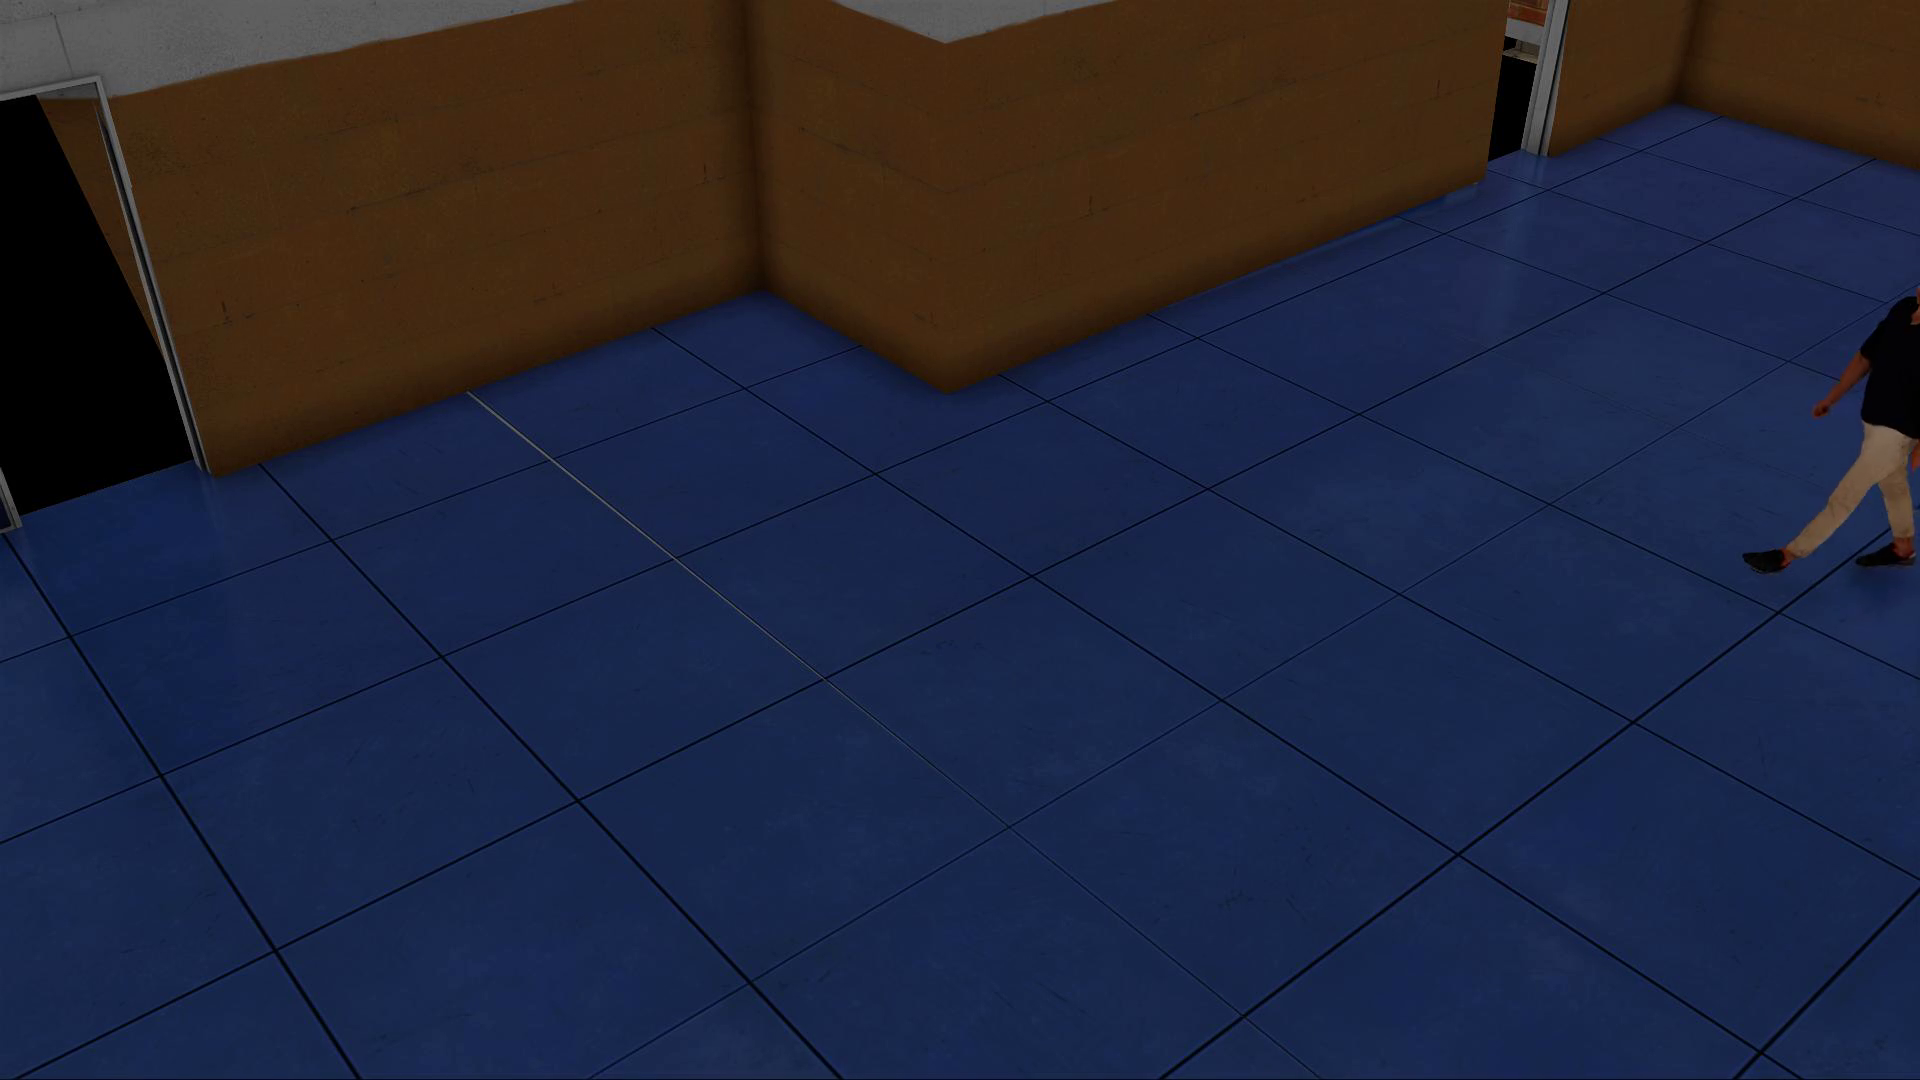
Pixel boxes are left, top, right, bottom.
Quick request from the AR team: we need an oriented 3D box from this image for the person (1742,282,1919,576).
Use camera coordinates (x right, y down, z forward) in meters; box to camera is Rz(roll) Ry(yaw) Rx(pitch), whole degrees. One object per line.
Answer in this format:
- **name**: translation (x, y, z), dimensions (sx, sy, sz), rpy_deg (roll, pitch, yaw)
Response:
- **person**: translation (4.634, -0.553, 8.118), dimensions (1.193, 1.799, 1.211), rpy_deg (-1, 34, -1)
